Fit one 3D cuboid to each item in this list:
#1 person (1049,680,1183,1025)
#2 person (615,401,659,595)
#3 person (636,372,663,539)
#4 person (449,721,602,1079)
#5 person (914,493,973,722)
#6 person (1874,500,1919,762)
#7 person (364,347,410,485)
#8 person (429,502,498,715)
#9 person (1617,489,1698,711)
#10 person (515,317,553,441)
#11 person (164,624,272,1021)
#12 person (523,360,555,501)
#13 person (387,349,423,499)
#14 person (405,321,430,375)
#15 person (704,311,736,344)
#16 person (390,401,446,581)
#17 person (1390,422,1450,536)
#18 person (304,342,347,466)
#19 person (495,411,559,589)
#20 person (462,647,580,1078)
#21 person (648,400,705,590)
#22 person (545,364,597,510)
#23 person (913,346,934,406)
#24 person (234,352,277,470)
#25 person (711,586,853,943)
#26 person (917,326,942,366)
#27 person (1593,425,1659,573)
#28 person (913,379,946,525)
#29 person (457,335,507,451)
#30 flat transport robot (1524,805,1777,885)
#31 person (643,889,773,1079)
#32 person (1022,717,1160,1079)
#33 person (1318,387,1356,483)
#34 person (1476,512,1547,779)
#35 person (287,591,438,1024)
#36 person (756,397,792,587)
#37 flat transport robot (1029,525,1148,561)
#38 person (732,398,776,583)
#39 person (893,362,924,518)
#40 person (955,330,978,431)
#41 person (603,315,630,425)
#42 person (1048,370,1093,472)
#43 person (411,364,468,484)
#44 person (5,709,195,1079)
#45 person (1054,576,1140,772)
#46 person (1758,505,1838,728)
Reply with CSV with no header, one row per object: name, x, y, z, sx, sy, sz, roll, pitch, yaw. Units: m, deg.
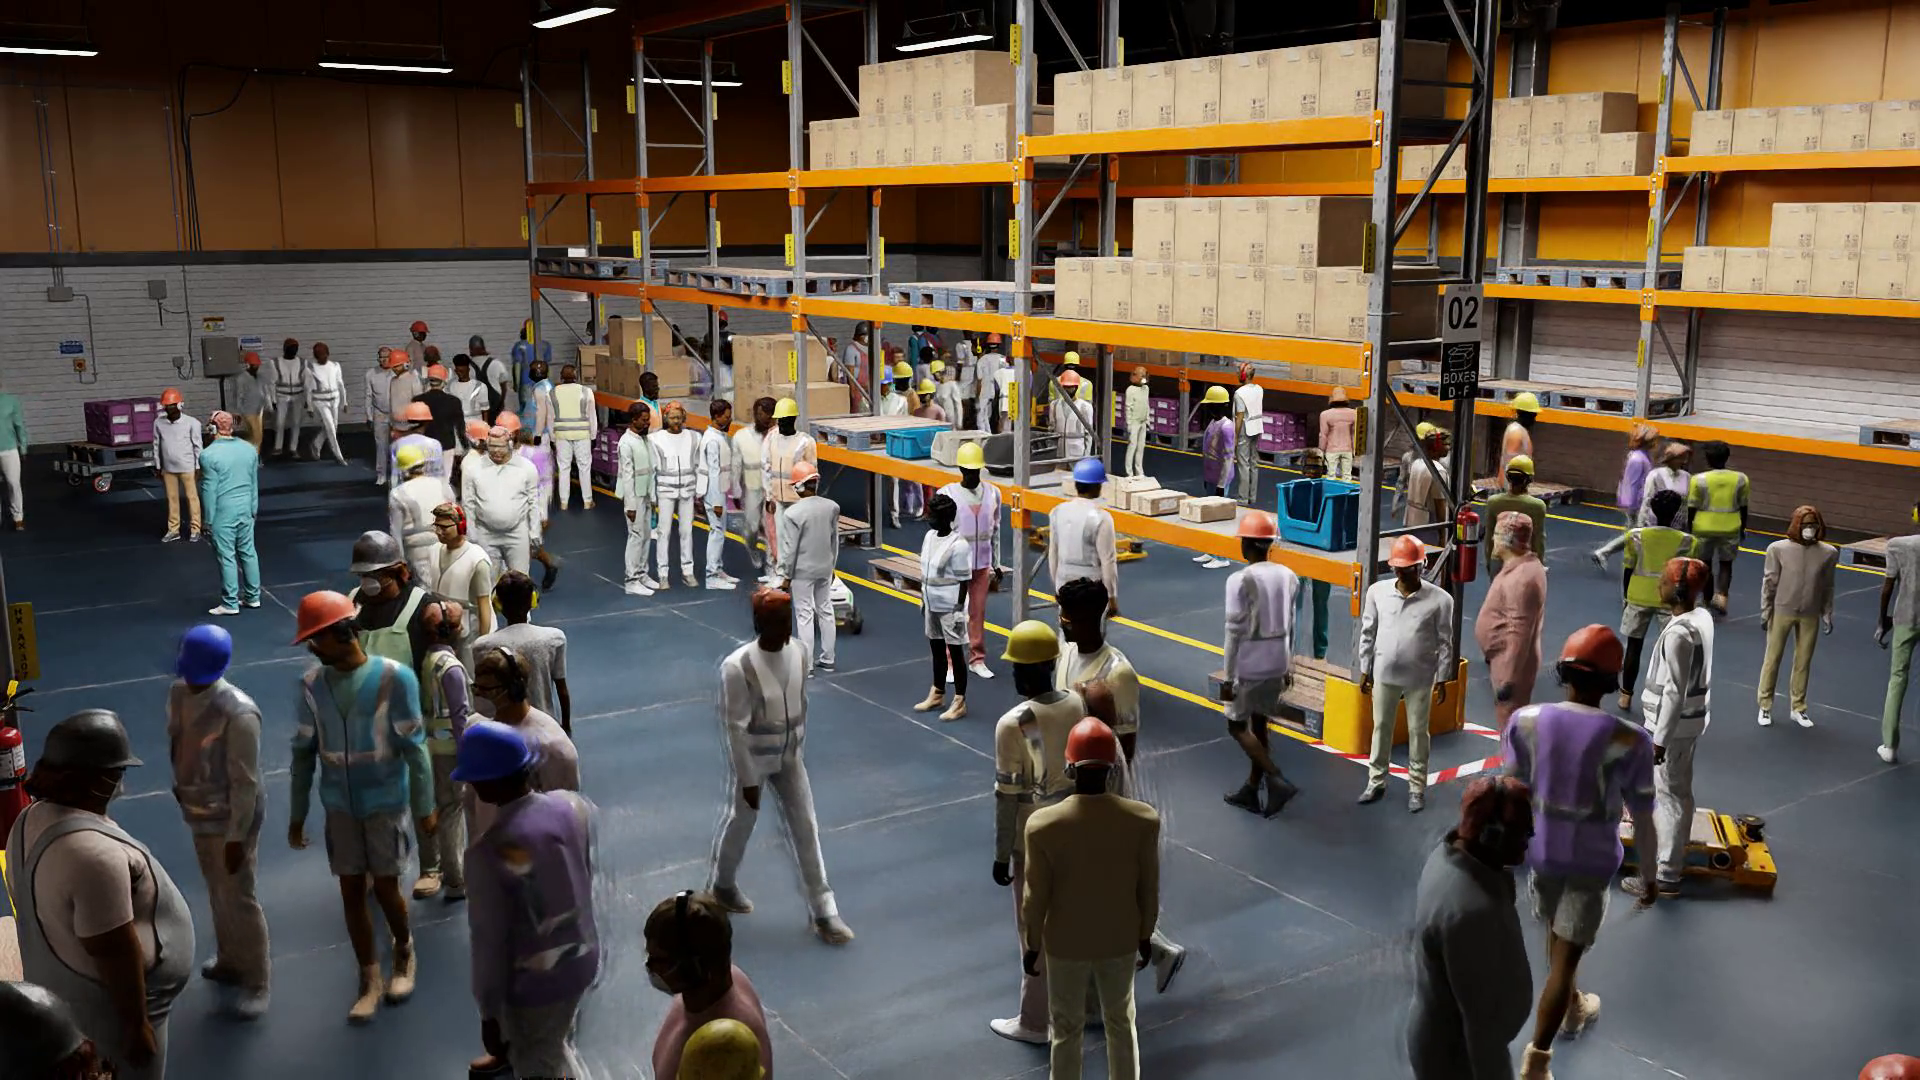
person,0.726,1.426,7.636,0.548,1.617,0.562,1,11,3
person,-3.169,-0.411,16.300,0.401,1.908,0.604,1,11,7
person,-3.587,-0.981,19.185,0.391,1.920,0.593,1,11,7
person,-1.571,1.581,6.074,0.482,1.916,0.636,5,12,25
person,-0.119,0.487,12.252,0.320,1.692,0.531,-8,14,-35
person,6.485,0.595,11.245,0.514,1.871,0.327,7,13,32
person,-7.864,-1.708,22.935,0.651,1.907,0.409,-4,12,-18
person,-3.303,0.643,11.097,0.569,1.836,0.383,9,14,39
person,5.199,0.462,12.409,0.530,1.690,0.322,5,12,24
person,-7.009,-2.638,27.385,0.617,2.036,0.390,-6,13,-28
person,-3.479,1.274,7.734,0.772,1.902,0.402,9,14,39
person,-5.447,-1.419,21.623,0.429,1.846,0.626,-1,11,-6
person,-7.197,-1.478,21.556,0.608,1.987,0.388,7,13,34
person,-8.853,-2.594,27.277,0.411,1.985,0.612,1,11,5
person,-4.168,-2.989,29.142,0.605,2.045,0.377,0,11,-2
person,-5.358,-0.402,16.311,0.535,1.896,0.986,5,12,23
person,4.435,-0.283,16.169,0.501,1.706,0.802,11,15,43
person,-9.488,-2.035,24.764,0.830,1.854,0.611,9,14,39
person,-4.142,-0.303,15.793,0.559,1.902,0.796,2,11,10
person,-1.857,1.386,7.021,0.635,1.937,0.353,8,13,34
person,-2.830,-0.451,16.559,0.585,1.882,0.337,-5,12,-25
person,-4.894,-1.300,21.012,0.625,1.846,0.429,-2,11,-8
person,-0.533,-2.170,25.864,0.318,1.688,0.535,-8,13,-34
person,-10.272,-1.882,24.294,0.609,1.726,0.577,2,11,13
person,-0.991,1.133,8.605,0.592,1.829,1.003,-11,15,-44
person,-0.510,-3.131,30.387,0.429,1.845,0.622,7,13,30
person,6.742,-0.353,16.749,0.512,1.629,0.525,5,12,26
person,-0.379,-1.055,19.984,0.518,1.756,0.344,10,15,42
person,-6.916,-2.004,24.110,0.690,2.000,0.984,-4,12,-19
flat transport robot,3.906,1.711,9.640,1.431,0.197,0.652,4,12,17
person,-0.676,1.870,4.562,0.370,1.934,0.627,-3,11,-14
person,0.514,1.557,6.617,0.560,1.752,0.326,-2,11,-11
person,4.611,-1.058,20.311,0.499,1.633,0.281,-1,11,-7
person,3.392,0.764,10.293,0.402,1.905,0.653,4,12,18
person,-2.763,1.235,7.684,0.668,1.993,0.467,1,11,5
person,-1.842,-0.484,16.695,0.394,1.907,0.602,-2,11,-12
flat transport robot,1.368,0.017,18.307,0.652,0.197,1.431,-7,13,-31
person,-2.022,-0.534,17.010,0.646,1.887,0.763,-3,11,-14
person,-0.687,-1.238,20.513,0.429,1.922,0.709,-5,12,-24
person,0.140,-2.723,27.984,0.643,1.962,0.363,-9,14,-39
person,-6.102,-3.014,29.488,0.601,1.957,0.366,10,15,42
person,1.256,-0.998,19.214,0.545,1.942,0.354,5,12,24
person,-6.208,-1.112,19.814,0.648,1.944,1.014,0,11,2
person,-2.970,1.565,5.842,0.678,2.000,0.537,9,14,39
person,0.636,1.137,8.229,0.363,1.962,0.612,-6,13,-28
person,6.068,0.553,12.064,0.499,1.634,0.279,2,11,8
